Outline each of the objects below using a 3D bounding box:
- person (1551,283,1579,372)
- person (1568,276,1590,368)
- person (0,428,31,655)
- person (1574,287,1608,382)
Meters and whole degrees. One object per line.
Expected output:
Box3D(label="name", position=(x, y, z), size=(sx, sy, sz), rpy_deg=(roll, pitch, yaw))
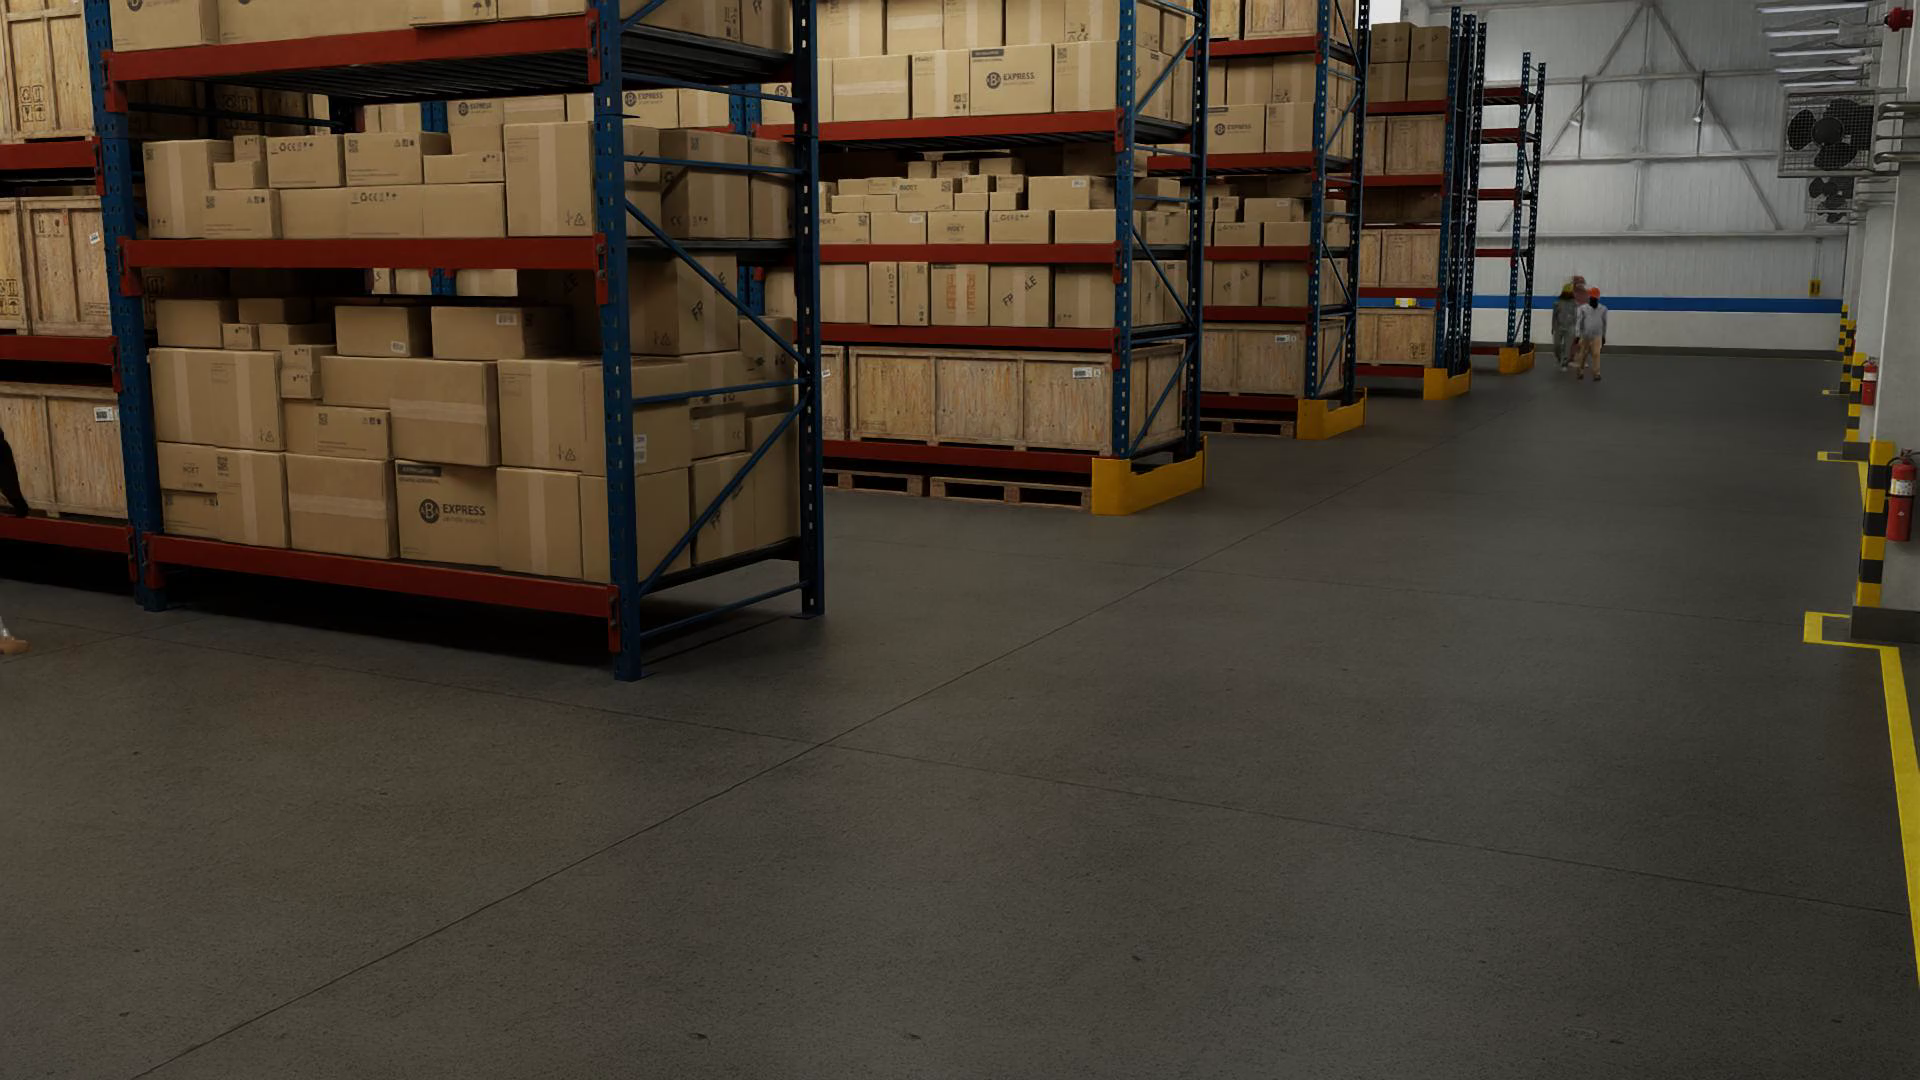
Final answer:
Box3D(label="person", position=(11.911, -4.182, 32.754), size=(0.503, 1.731, 0.380), rpy_deg=(5, 11, 26))
Box3D(label="person", position=(12.608, -4.442, 33.887), size=(0.661, 1.869, 0.508), rpy_deg=(-1, 10, -4))
Box3D(label="person", position=(-5.895, -0.243, 9.786), size=(0.953, 1.802, 0.619), rpy_deg=(3, 10, 17))
Box3D(label="person", position=(11.554, -3.771, 30.482), size=(0.584, 1.710, 0.901), rpy_deg=(1, 10, 6))
